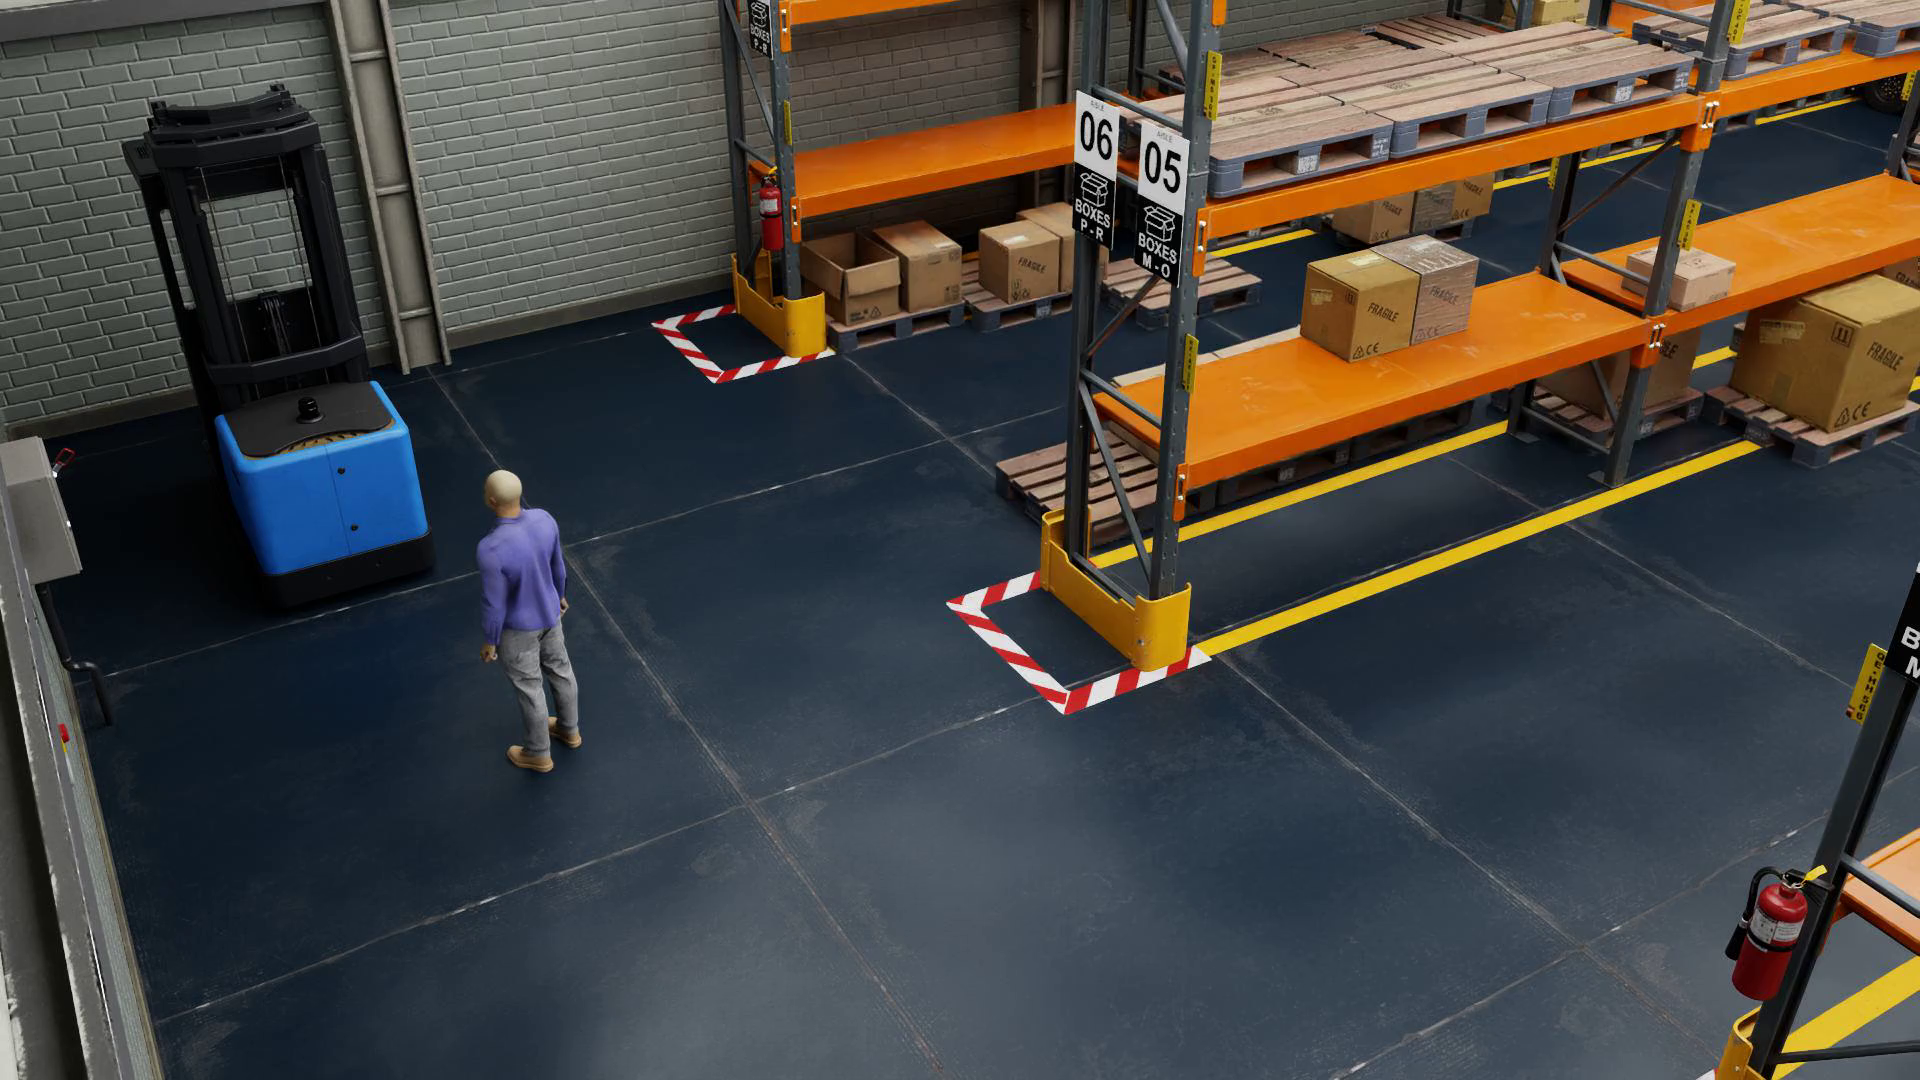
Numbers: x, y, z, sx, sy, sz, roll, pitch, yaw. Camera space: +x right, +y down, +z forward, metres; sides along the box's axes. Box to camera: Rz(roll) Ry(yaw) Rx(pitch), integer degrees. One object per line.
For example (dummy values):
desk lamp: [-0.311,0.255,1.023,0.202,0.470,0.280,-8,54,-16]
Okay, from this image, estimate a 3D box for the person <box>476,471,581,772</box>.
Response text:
person: [-2.273,0.430,8.792,0.395,1.800,0.589,18,36,26]

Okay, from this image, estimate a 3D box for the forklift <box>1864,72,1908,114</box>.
forklift: [11.468,-5.645,18.244,1.214,2.155,2.313,-17,36,-26]

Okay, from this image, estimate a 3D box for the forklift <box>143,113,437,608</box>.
forklift: [-4.289,-1.259,10.509,1.129,2.768,1.873,-17,36,-26]
